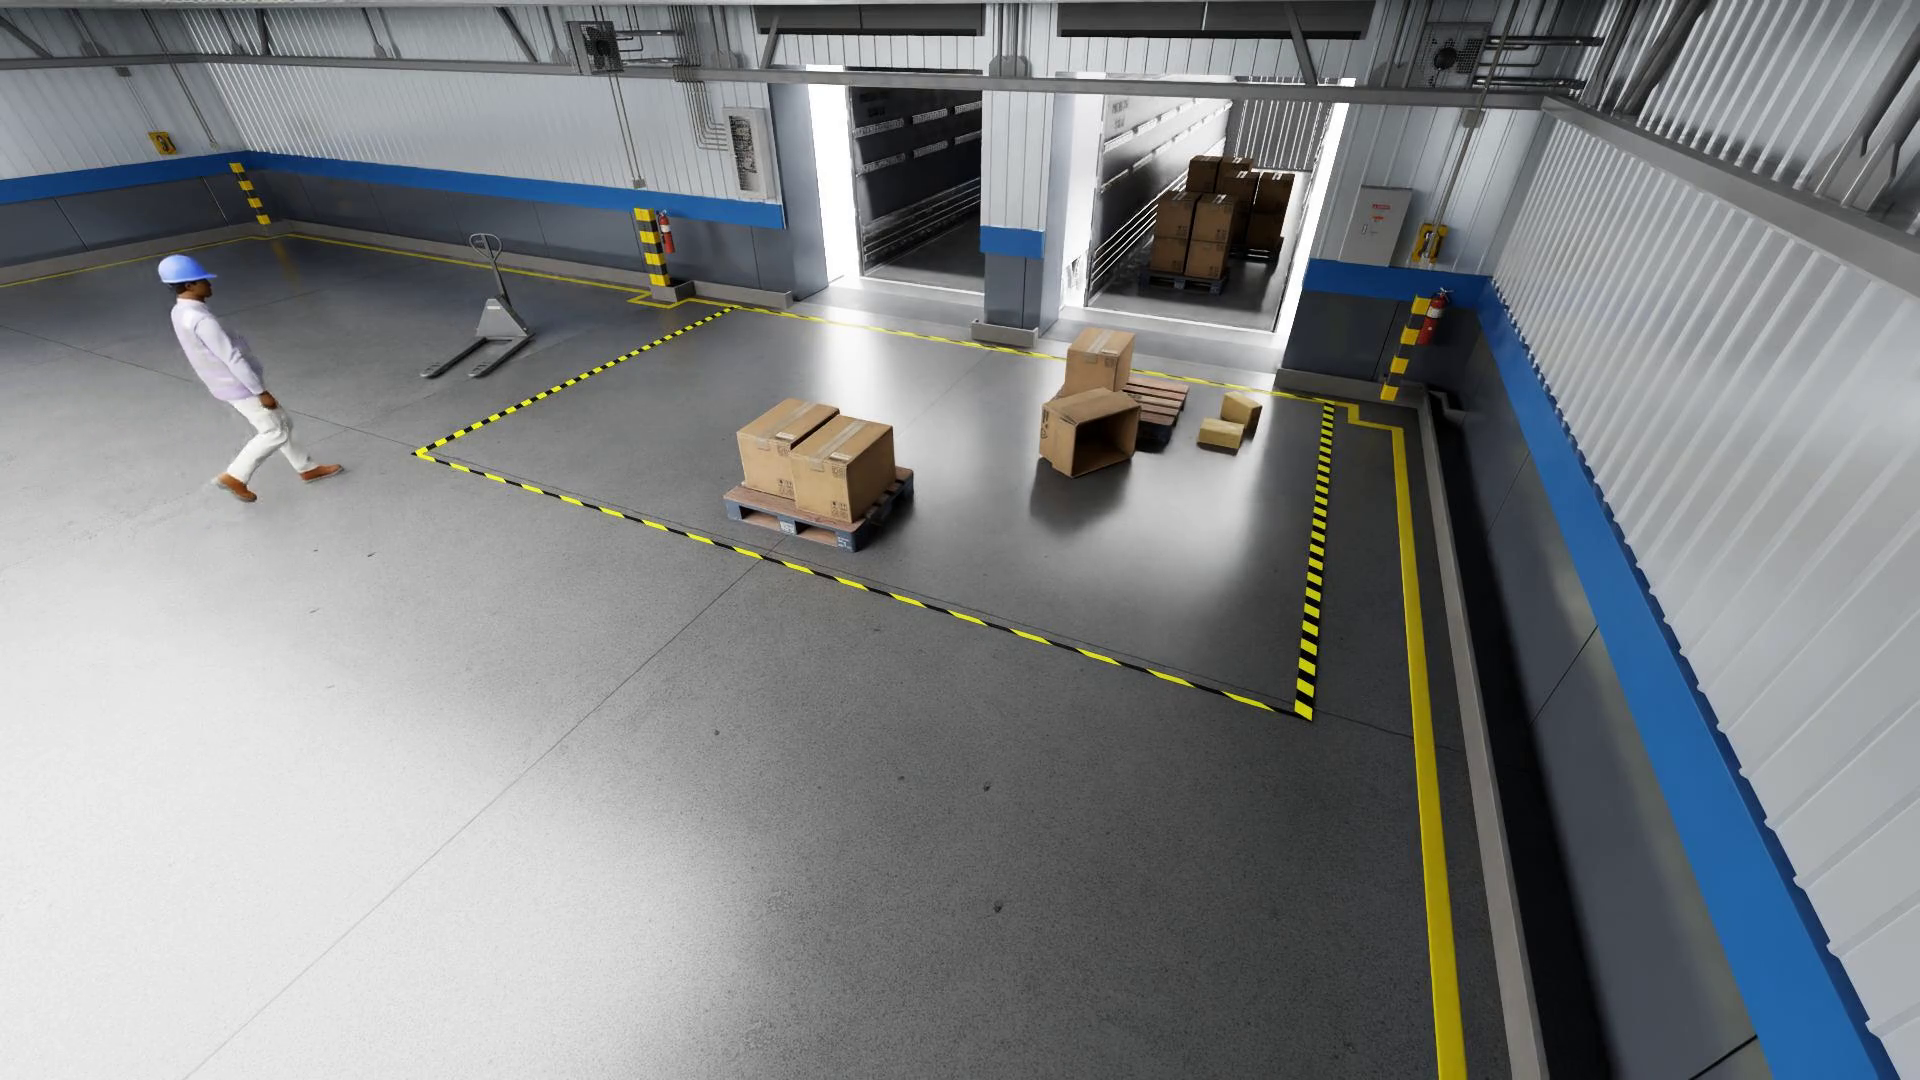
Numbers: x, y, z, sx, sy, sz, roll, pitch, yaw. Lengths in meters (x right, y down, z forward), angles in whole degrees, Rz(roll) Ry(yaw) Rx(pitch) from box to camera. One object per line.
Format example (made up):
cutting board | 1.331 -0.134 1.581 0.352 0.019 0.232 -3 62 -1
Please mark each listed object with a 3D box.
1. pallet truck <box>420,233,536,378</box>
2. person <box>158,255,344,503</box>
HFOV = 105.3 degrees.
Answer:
pallet truck | -5.664 -2.712 8.427 0.680 1.201 1.601 0 35 -1
person | -5.693 -1.185 5.703 0.592 1.914 0.810 26 43 32
